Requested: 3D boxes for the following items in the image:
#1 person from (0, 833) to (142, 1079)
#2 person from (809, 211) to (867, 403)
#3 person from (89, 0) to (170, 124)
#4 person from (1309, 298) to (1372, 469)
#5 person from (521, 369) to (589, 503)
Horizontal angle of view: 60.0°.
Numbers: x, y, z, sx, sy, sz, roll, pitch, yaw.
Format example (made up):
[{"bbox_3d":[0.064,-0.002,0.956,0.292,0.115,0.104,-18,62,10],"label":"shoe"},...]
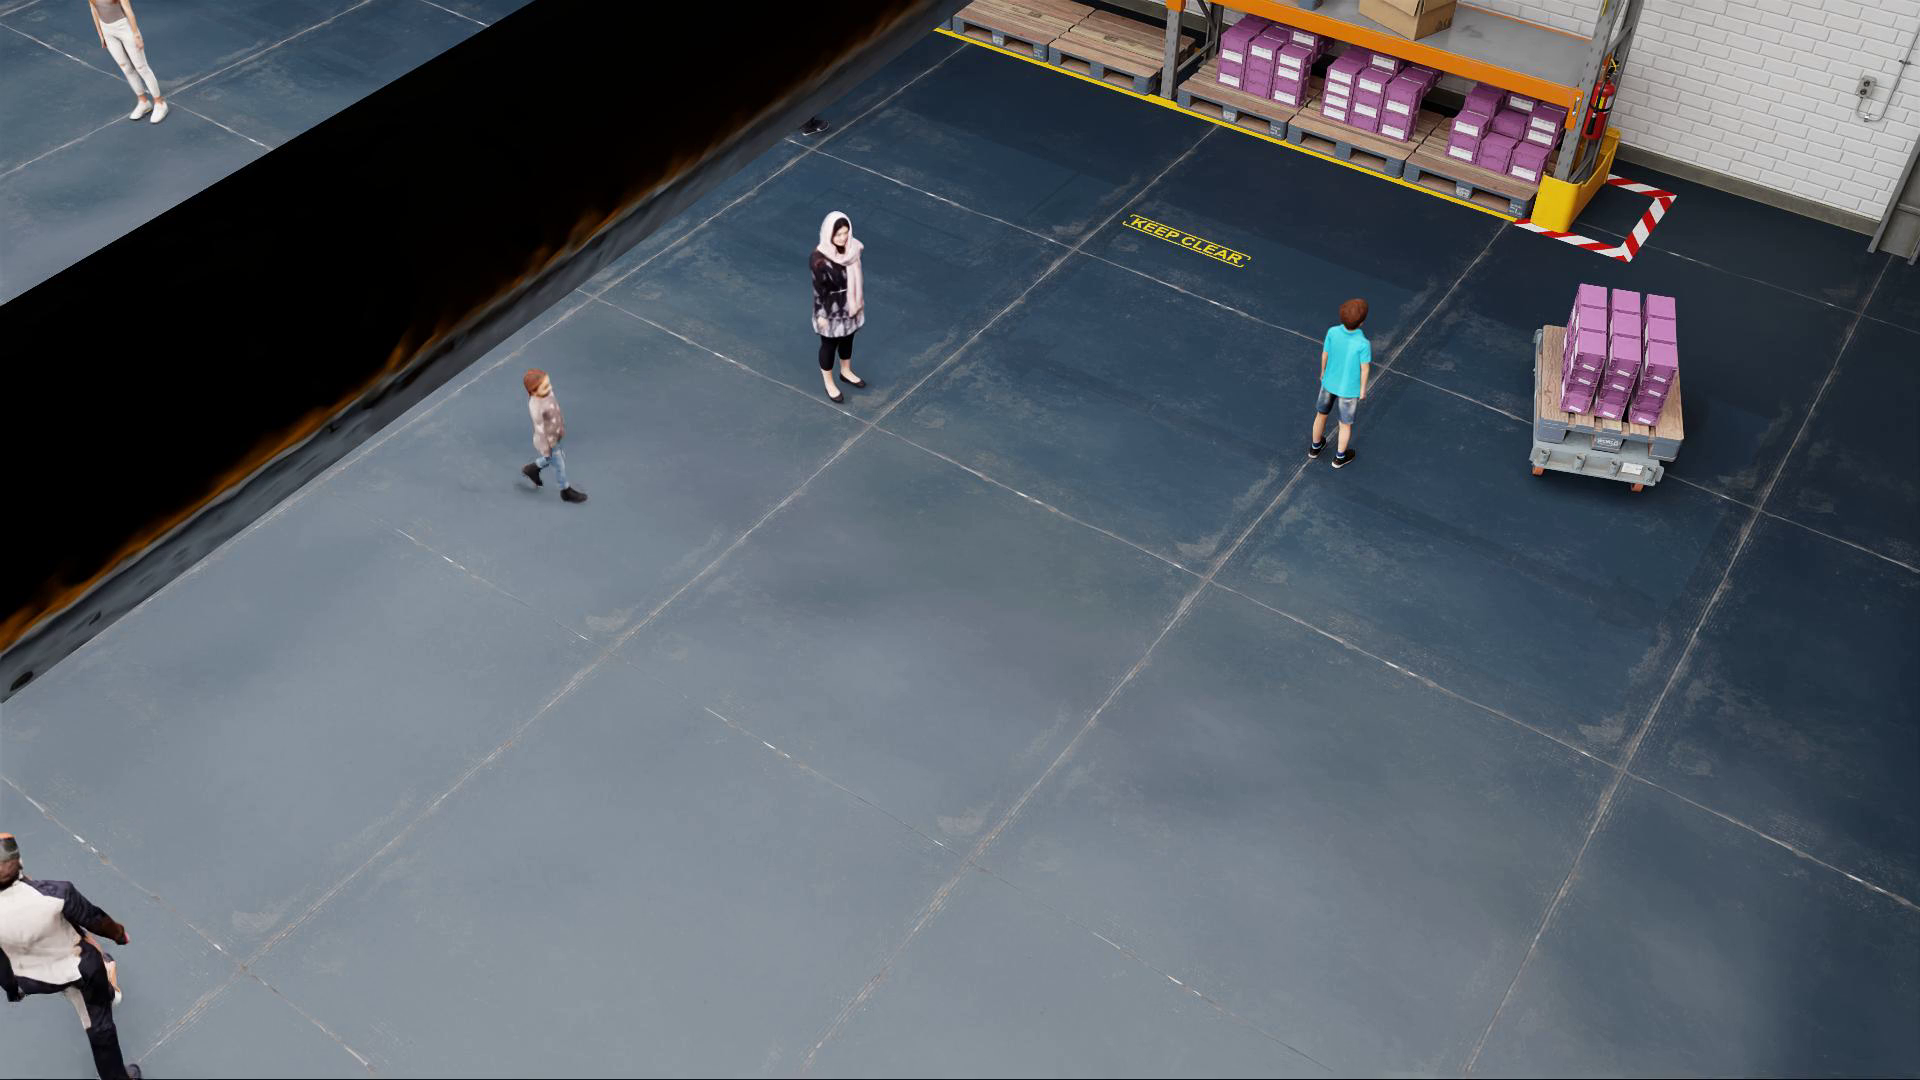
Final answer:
[{"bbox_3d":[-4.556,2.244,8.436,1.202,1.839,1.307,-10,45,-11],"label":"person"},{"bbox_3d":[-0.947,-1.832,12.865,0.662,1.630,0.666,34,53,30],"label":"person"},{"bbox_3d":[-8.058,-4.871,15.993,0.595,1.717,0.722,7,44,8],"label":"person"},{"bbox_3d":[2.825,-1.173,12.306,0.425,1.448,0.585,28,50,26],"label":"person"},{"bbox_3d":[-3.022,-0.763,12.065,0.795,1.185,0.654,7,44,7],"label":"person"}]
